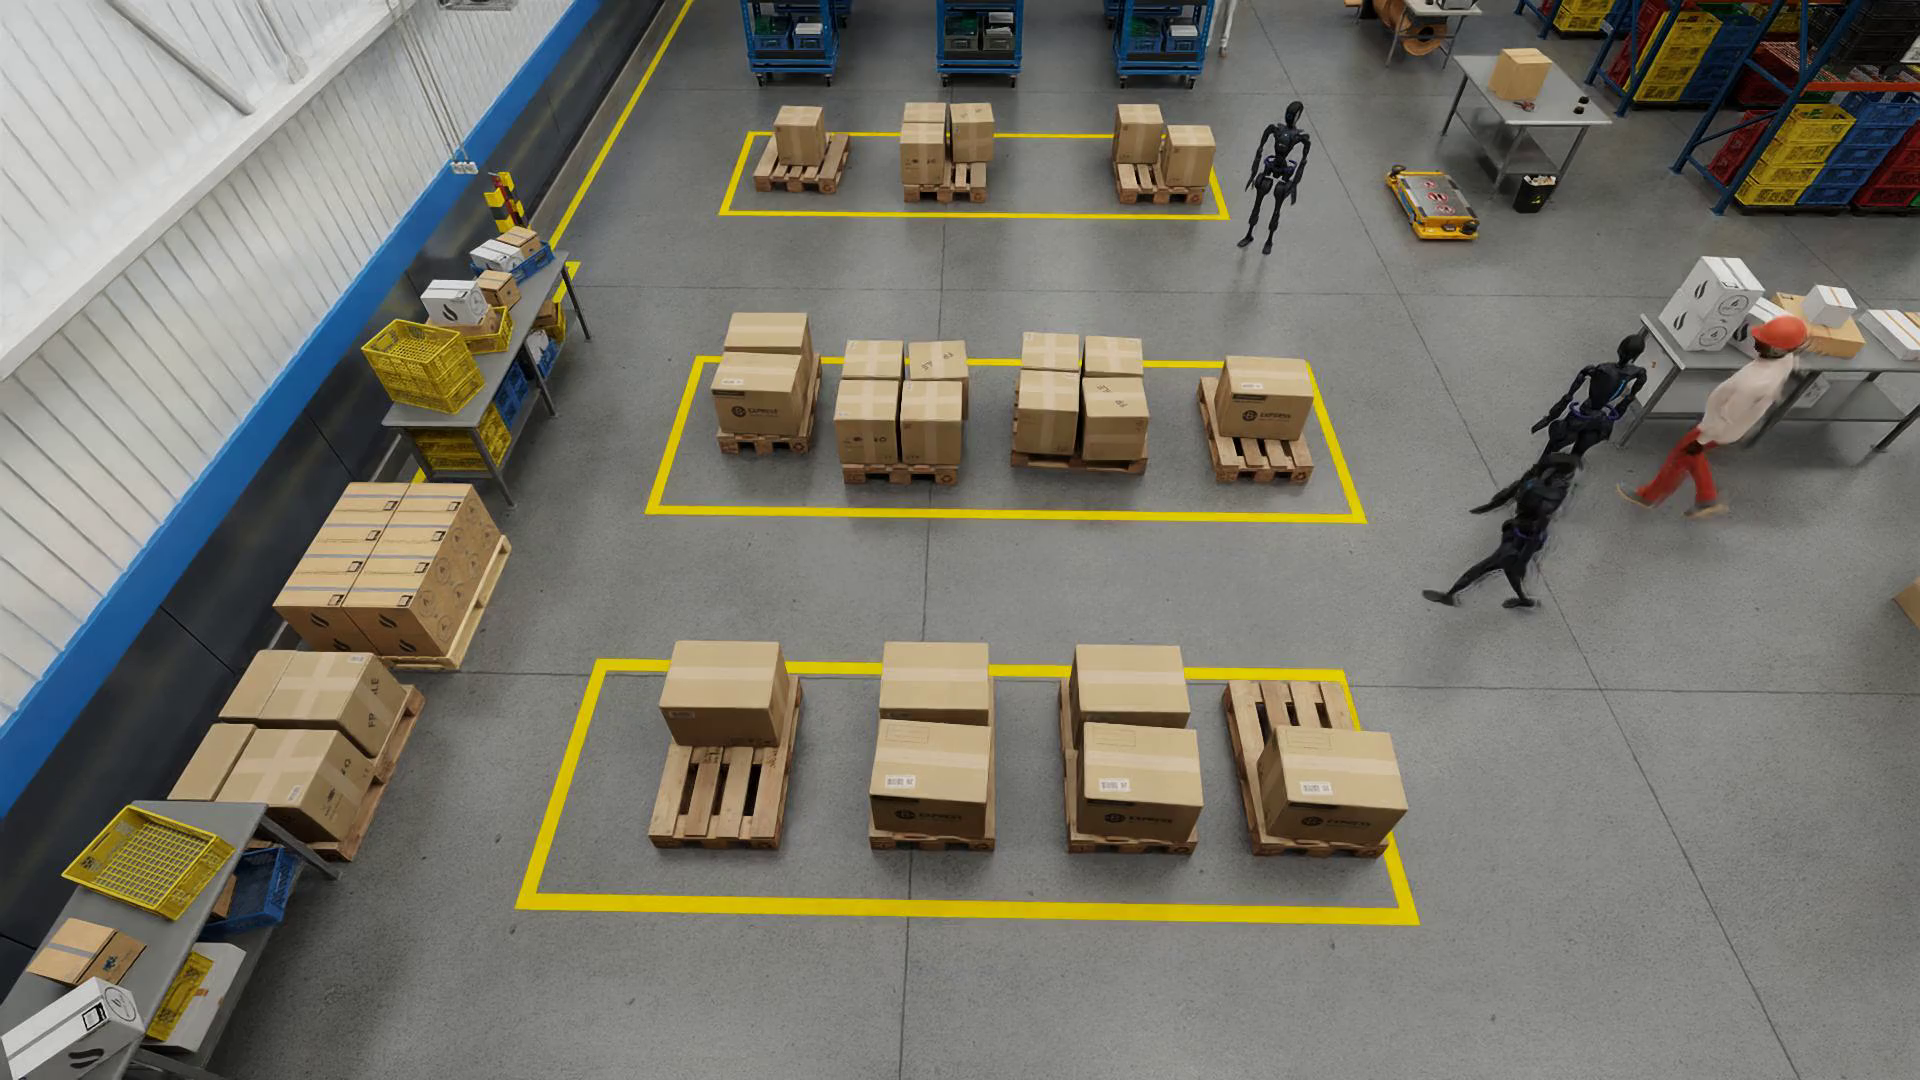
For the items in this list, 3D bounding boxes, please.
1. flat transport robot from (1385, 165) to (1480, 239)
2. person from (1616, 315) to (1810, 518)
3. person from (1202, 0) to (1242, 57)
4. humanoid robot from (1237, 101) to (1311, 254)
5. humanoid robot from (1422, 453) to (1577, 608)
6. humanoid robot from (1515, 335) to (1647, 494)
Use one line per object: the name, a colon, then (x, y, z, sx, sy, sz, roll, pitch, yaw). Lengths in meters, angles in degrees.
flat transport robot: (5.692, -4.094, 11.059, 0.652, 0.197, 1.431, 1, 49, 1)
person: (5.994, -0.892, 7.176, 0.635, 1.977, 0.610, -31, 56, -24)
person: (3.955, -8.173, 13.540, 0.571, 1.882, 0.356, 8, 50, 7)
humanoid robot: (3.435, -3.936, 9.999, 0.586, 1.657, 0.330, 25, 53, 20)
humanoid robot: (4.102, -0.026, 6.658, 0.776, 1.635, 0.563, 18, 51, 15)
humanoid robot: (5.029, -0.952, 7.418, 0.609, 1.655, 0.315, 1, 49, 1)
